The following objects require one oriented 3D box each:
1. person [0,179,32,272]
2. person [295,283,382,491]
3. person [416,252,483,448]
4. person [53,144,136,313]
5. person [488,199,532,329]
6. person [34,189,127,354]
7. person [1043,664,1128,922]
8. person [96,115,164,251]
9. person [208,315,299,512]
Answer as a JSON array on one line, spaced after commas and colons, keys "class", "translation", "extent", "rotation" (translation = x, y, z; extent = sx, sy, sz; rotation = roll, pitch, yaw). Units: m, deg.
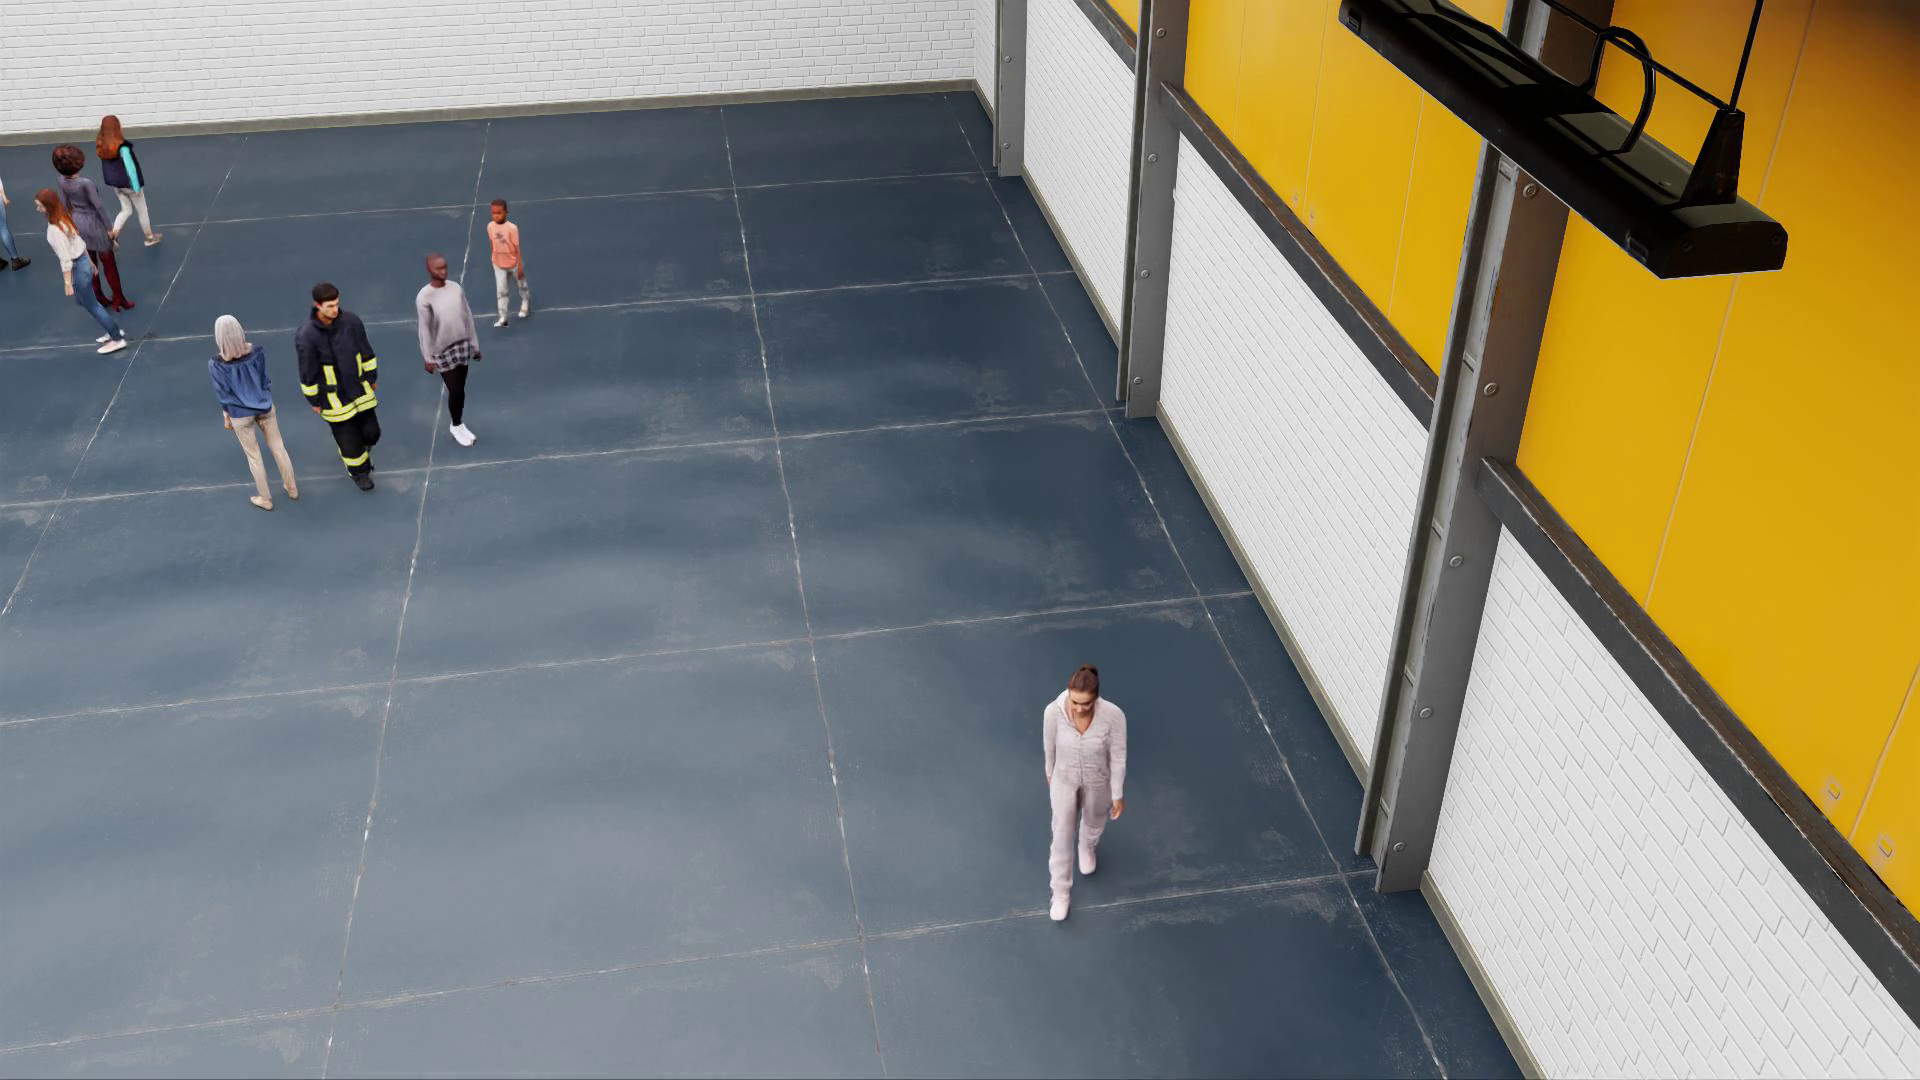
[{"class": "person", "translation": [-10.193, -3.613, 17.380], "extent": [0.589, 1.644, 0.529], "rotation": [-2, 34, -3]}, {"class": "person", "translation": [-5.115, -1.292, 13.657], "extent": [0.970, 1.901, 0.999], "rotation": [-27, 42, -34]}, {"class": "person", "translation": [-4.459, -1.664, 14.341], "extent": [0.816, 1.762, 0.760], "rotation": [22, 39, 29]}, {"class": "person", "translation": [-8.647, -3.091, 16.537], "extent": [0.664, 1.709, 0.644], "rotation": [8, 34, 12]}, {"class": "person", "translation": [-4.436, -2.766, 16.434], "extent": [0.710, 1.281, 0.972], "rotation": [6, 34, 8]}, {"class": "person", "translation": [-8.273, -2.553, 15.743], "extent": [0.749, 1.693, 0.616], "rotation": [-6, 34, -8]}, {"class": "person", "translation": [0.748, 1.366, 9.884], "extent": [0.818, 1.649, 1.051], "rotation": [3, 34, 4]}, {"class": "person", "translation": [-8.995, -3.803, 17.811], "extent": [0.845, 1.483, 0.952], "rotation": [16, 37, 22]}, {"class": "person", "translation": [-5.736, -1.037, 13.458], "extent": [0.750, 1.697, 0.712], "rotation": [27, 42, 34]}]
